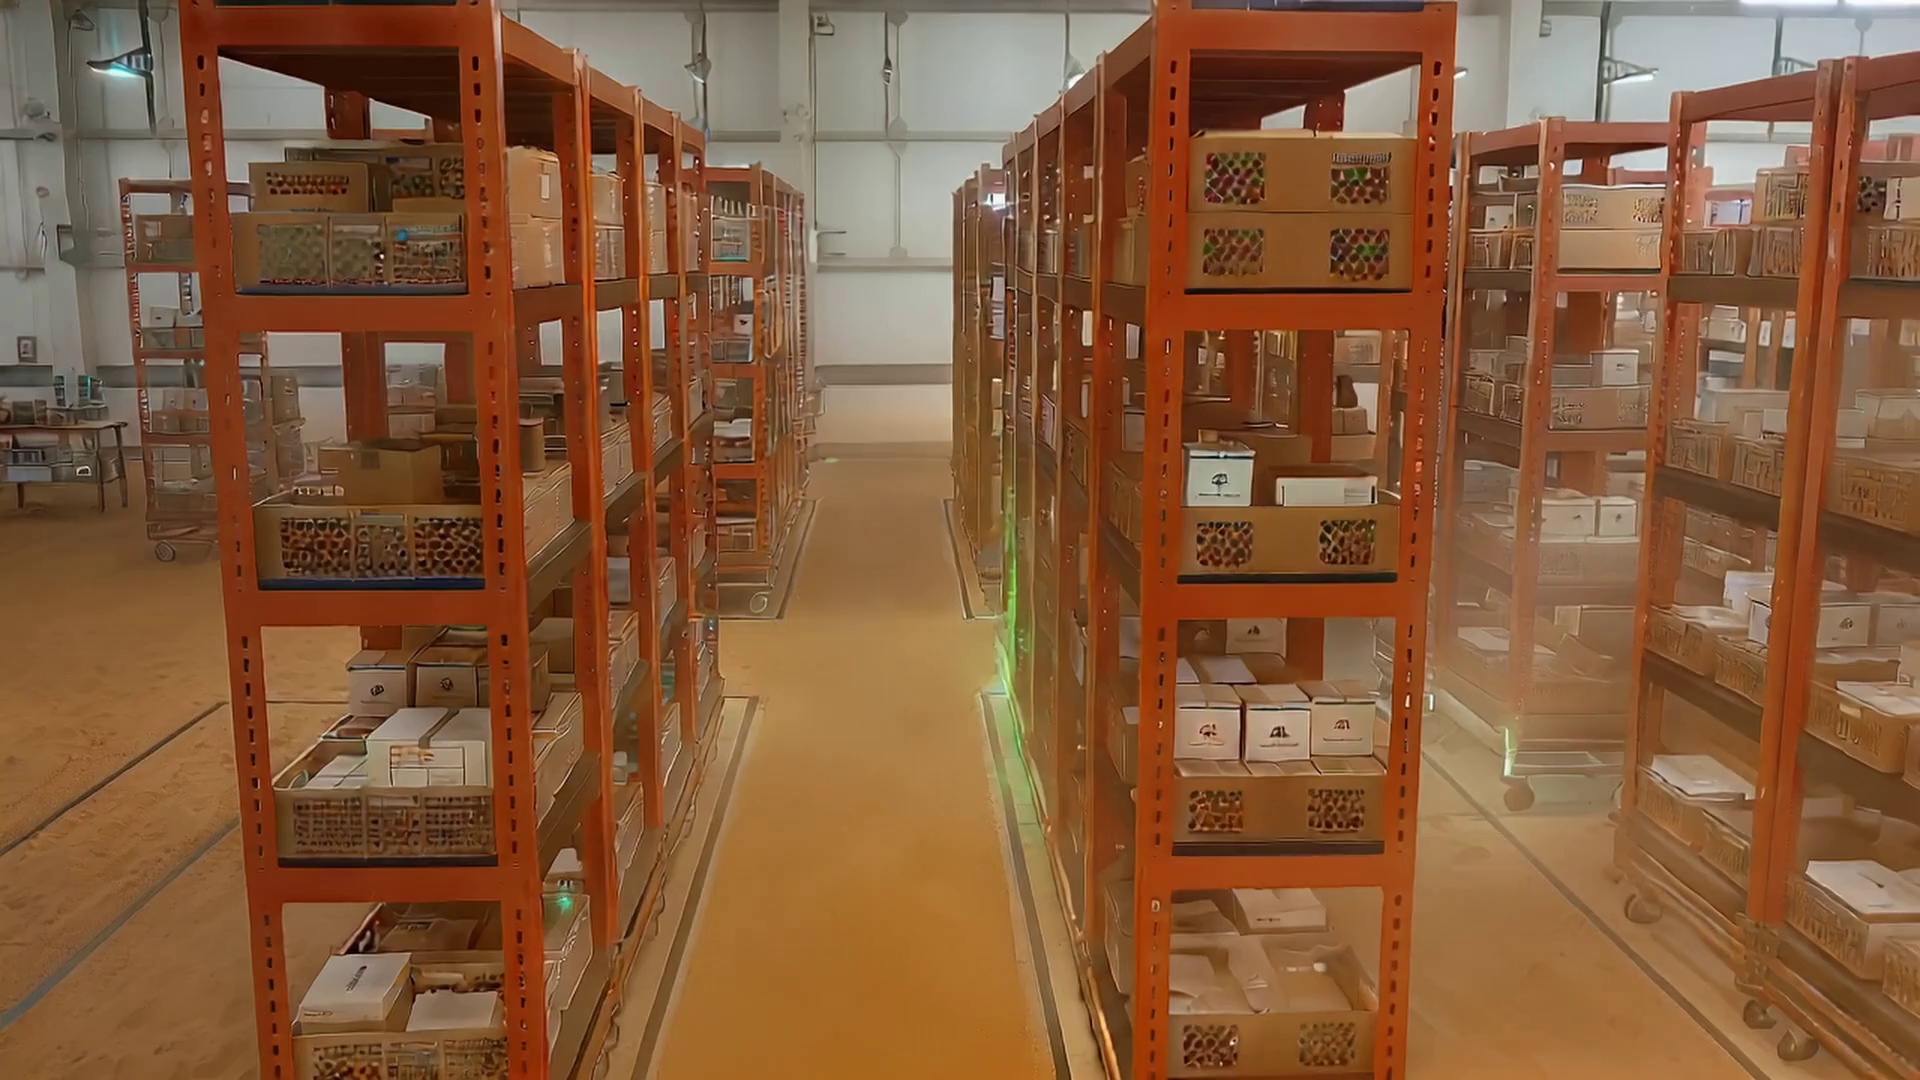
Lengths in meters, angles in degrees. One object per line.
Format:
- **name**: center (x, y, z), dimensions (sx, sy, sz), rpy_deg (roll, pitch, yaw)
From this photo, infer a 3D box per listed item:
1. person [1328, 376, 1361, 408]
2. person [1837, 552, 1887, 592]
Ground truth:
- **person**: center (3.971, -1.029, 17.712), dimensions (0.653, 1.810, 0.385), rpy_deg (9, 13, 41)
- **person**: center (6.713, -0.076, 12.235), dimensions (0.601, 1.819, 0.404), rpy_deg (-4, 11, -24)
